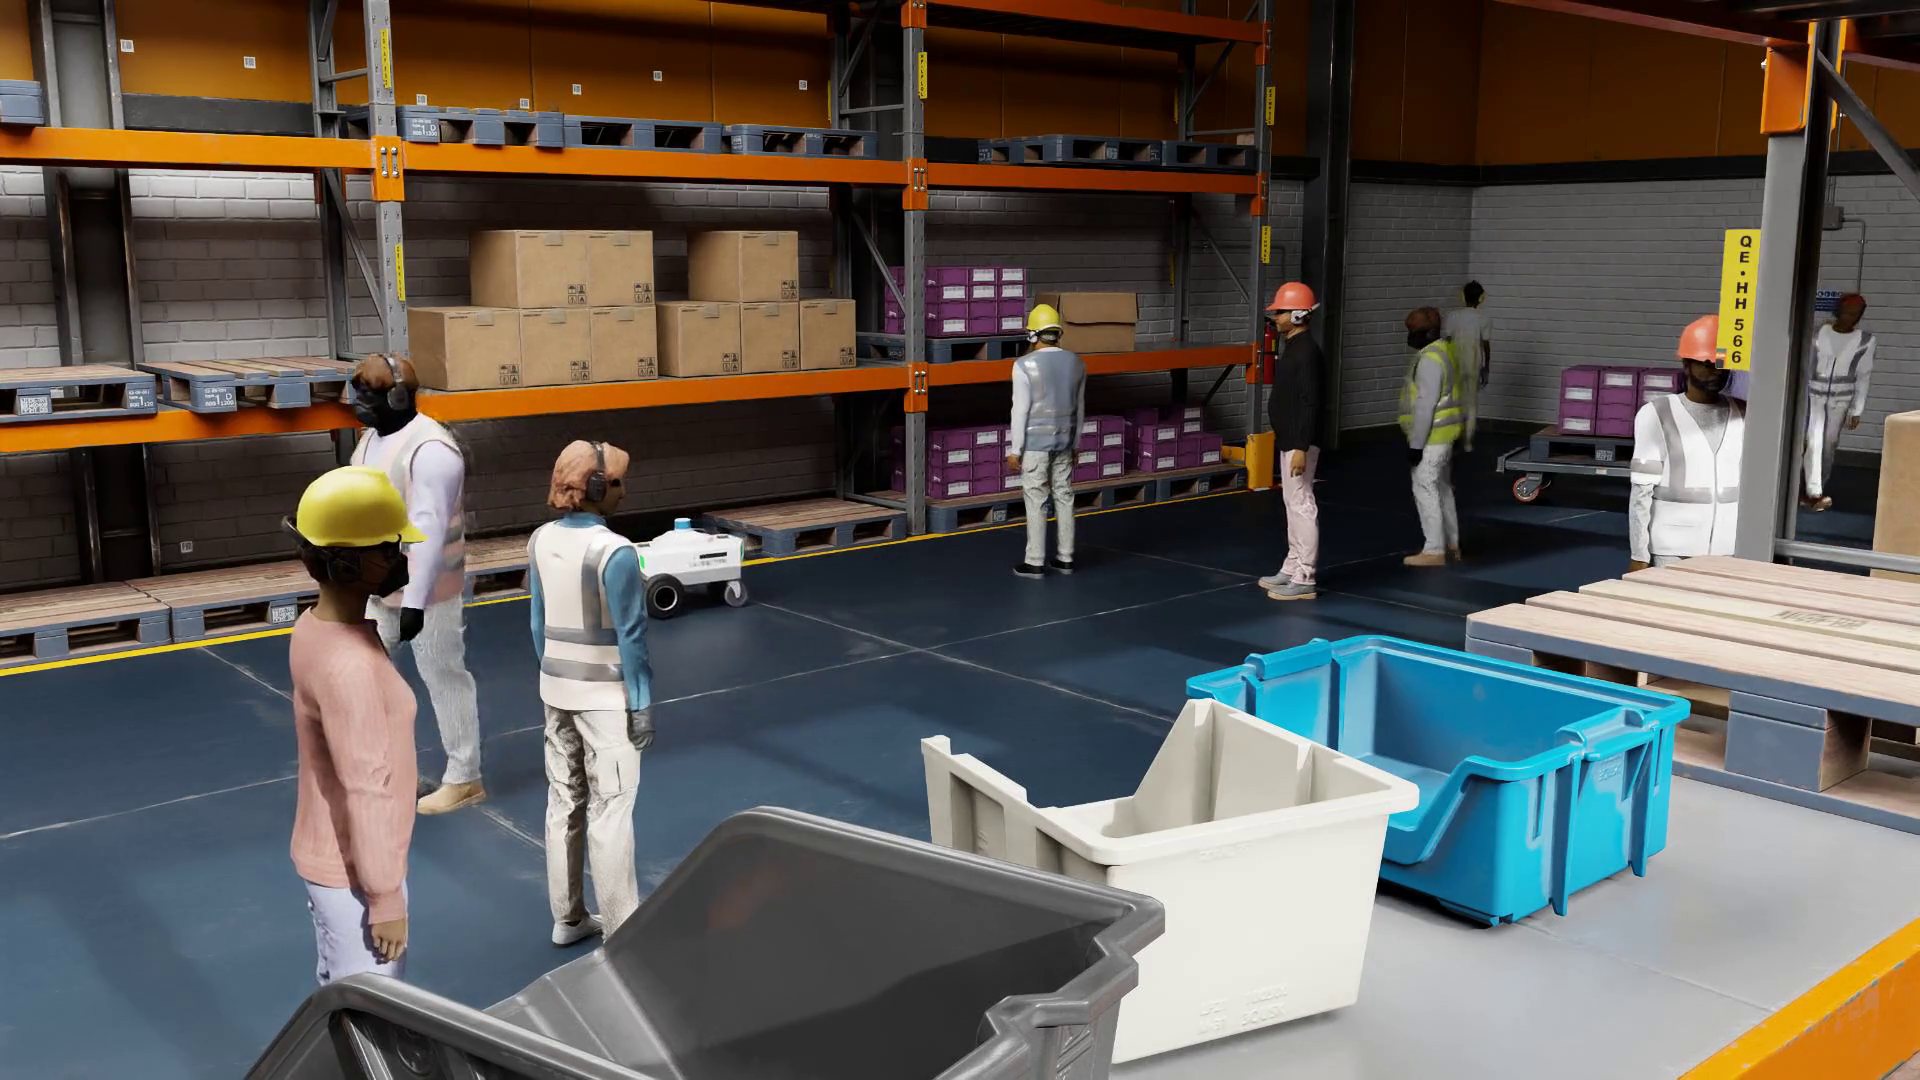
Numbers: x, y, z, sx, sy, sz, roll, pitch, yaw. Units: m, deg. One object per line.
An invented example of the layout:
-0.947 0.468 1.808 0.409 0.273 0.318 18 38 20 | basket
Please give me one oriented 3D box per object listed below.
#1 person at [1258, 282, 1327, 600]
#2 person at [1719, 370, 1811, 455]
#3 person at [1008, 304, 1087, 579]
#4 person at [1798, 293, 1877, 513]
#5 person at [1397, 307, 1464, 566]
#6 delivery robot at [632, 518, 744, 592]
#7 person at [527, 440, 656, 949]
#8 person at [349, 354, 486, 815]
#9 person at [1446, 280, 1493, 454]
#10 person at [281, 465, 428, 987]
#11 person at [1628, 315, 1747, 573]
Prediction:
2.103 -0.619 10.487 0.395 1.994 0.612 1 10 3 | person
5.448 -0.758 11.485 0.895 1.909 0.665 -7 12 -33 | person
0.569 -0.657 11.155 0.600 1.829 0.404 -7 12 -33 | person
7.205 -1.130 13.830 0.649 1.818 0.960 5 11 25 | person
3.282 -0.712 11.557 0.464 1.806 0.747 5 11 27 | person
-1.686 0.110 10.162 0.707 0.478 0.477 -7 12 -32 | delivery robot
-1.138 0.506 5.180 0.512 1.639 0.311 9 13 40 | person
-2.206 0.209 6.364 0.631 1.814 0.791 9 13 40 | person
5.338 -1.815 17.587 0.519 1.852 0.749 4 11 21 | person
-1.299 0.714 3.664 0.315 1.767 0.535 -5 11 -28 | person
3.112 0.023 7.050 0.552 1.935 0.360 -1 10 -7 | person
